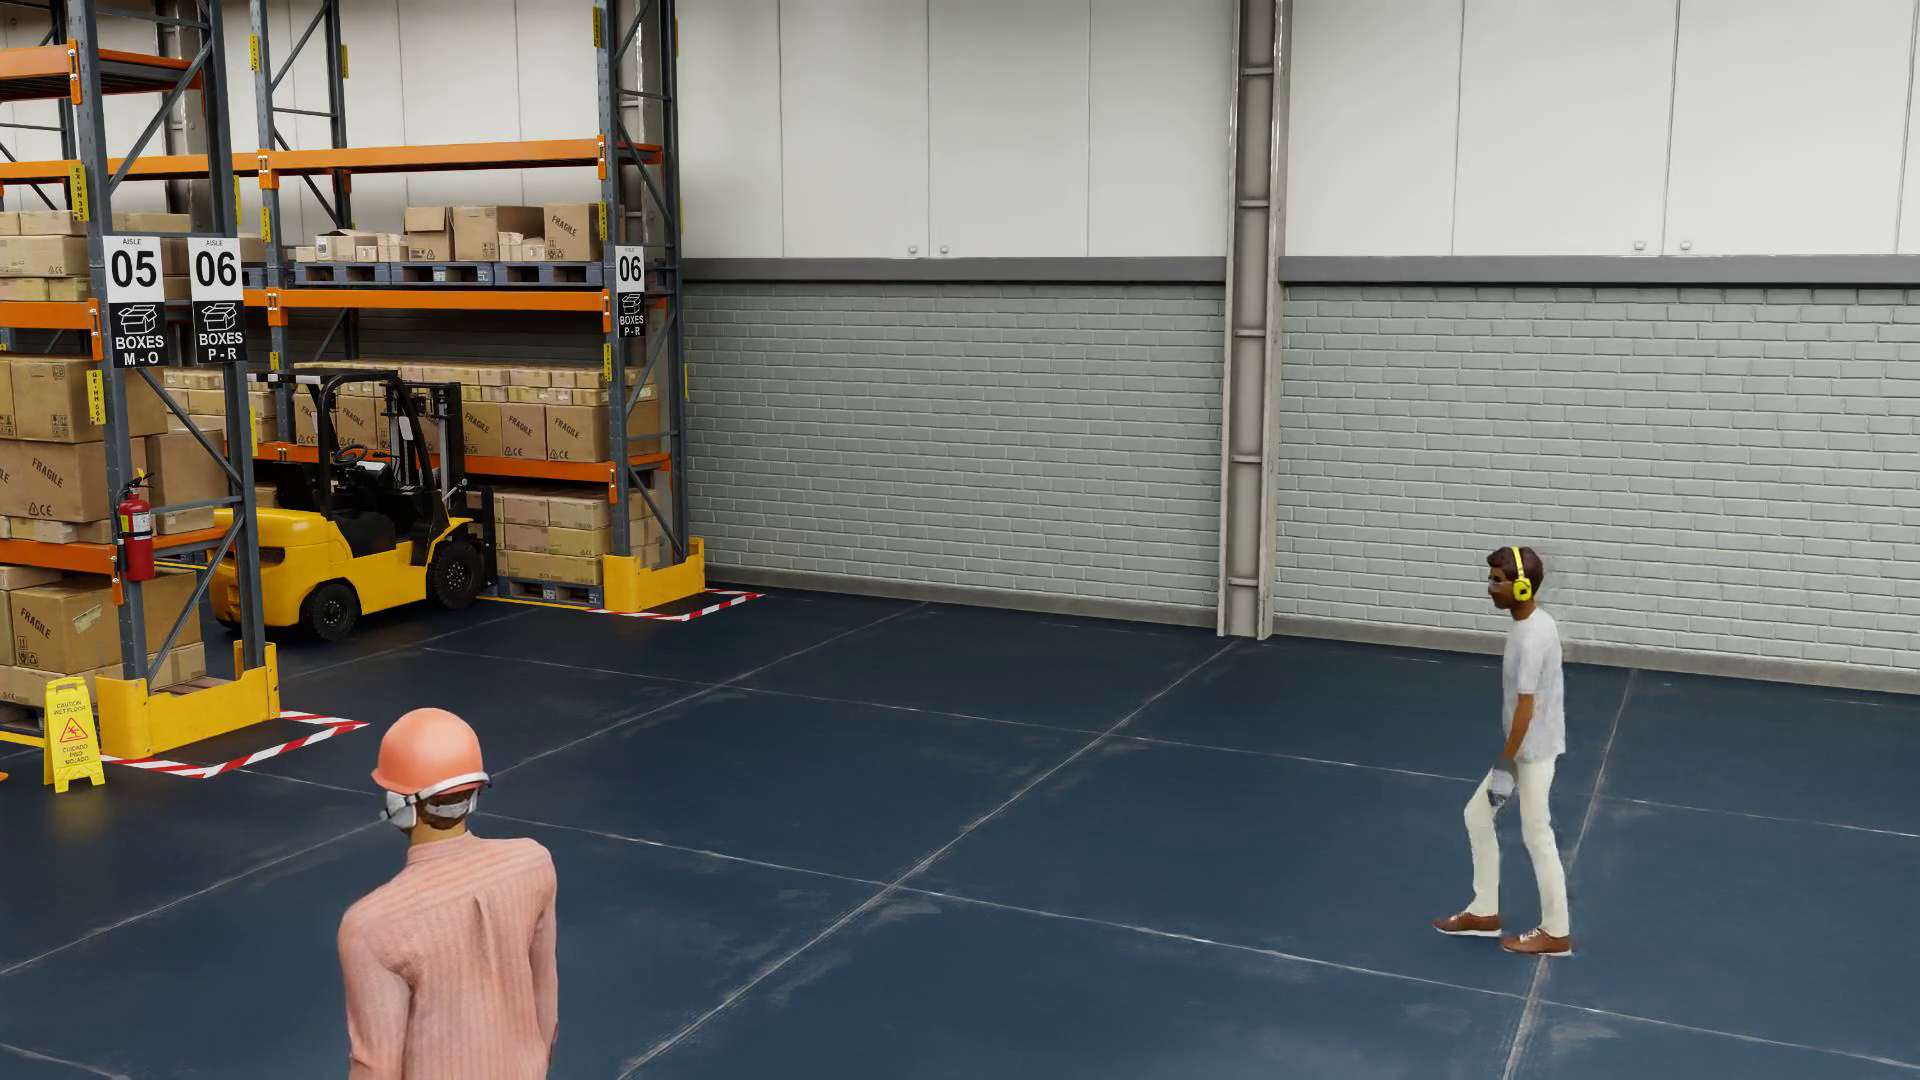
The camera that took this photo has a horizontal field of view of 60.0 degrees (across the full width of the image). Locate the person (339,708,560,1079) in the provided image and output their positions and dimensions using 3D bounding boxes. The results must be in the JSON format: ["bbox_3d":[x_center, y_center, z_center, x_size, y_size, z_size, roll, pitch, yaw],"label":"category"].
[{"bbox_3d":[-1.235,1.386,4.065,0.386,1.996,0.610,6,11,34],"label":"person"}]

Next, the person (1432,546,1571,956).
[{"bbox_3d":[2.388,0.935,7.305,0.752,1.835,0.543,2,10,15],"label":"person"}]
